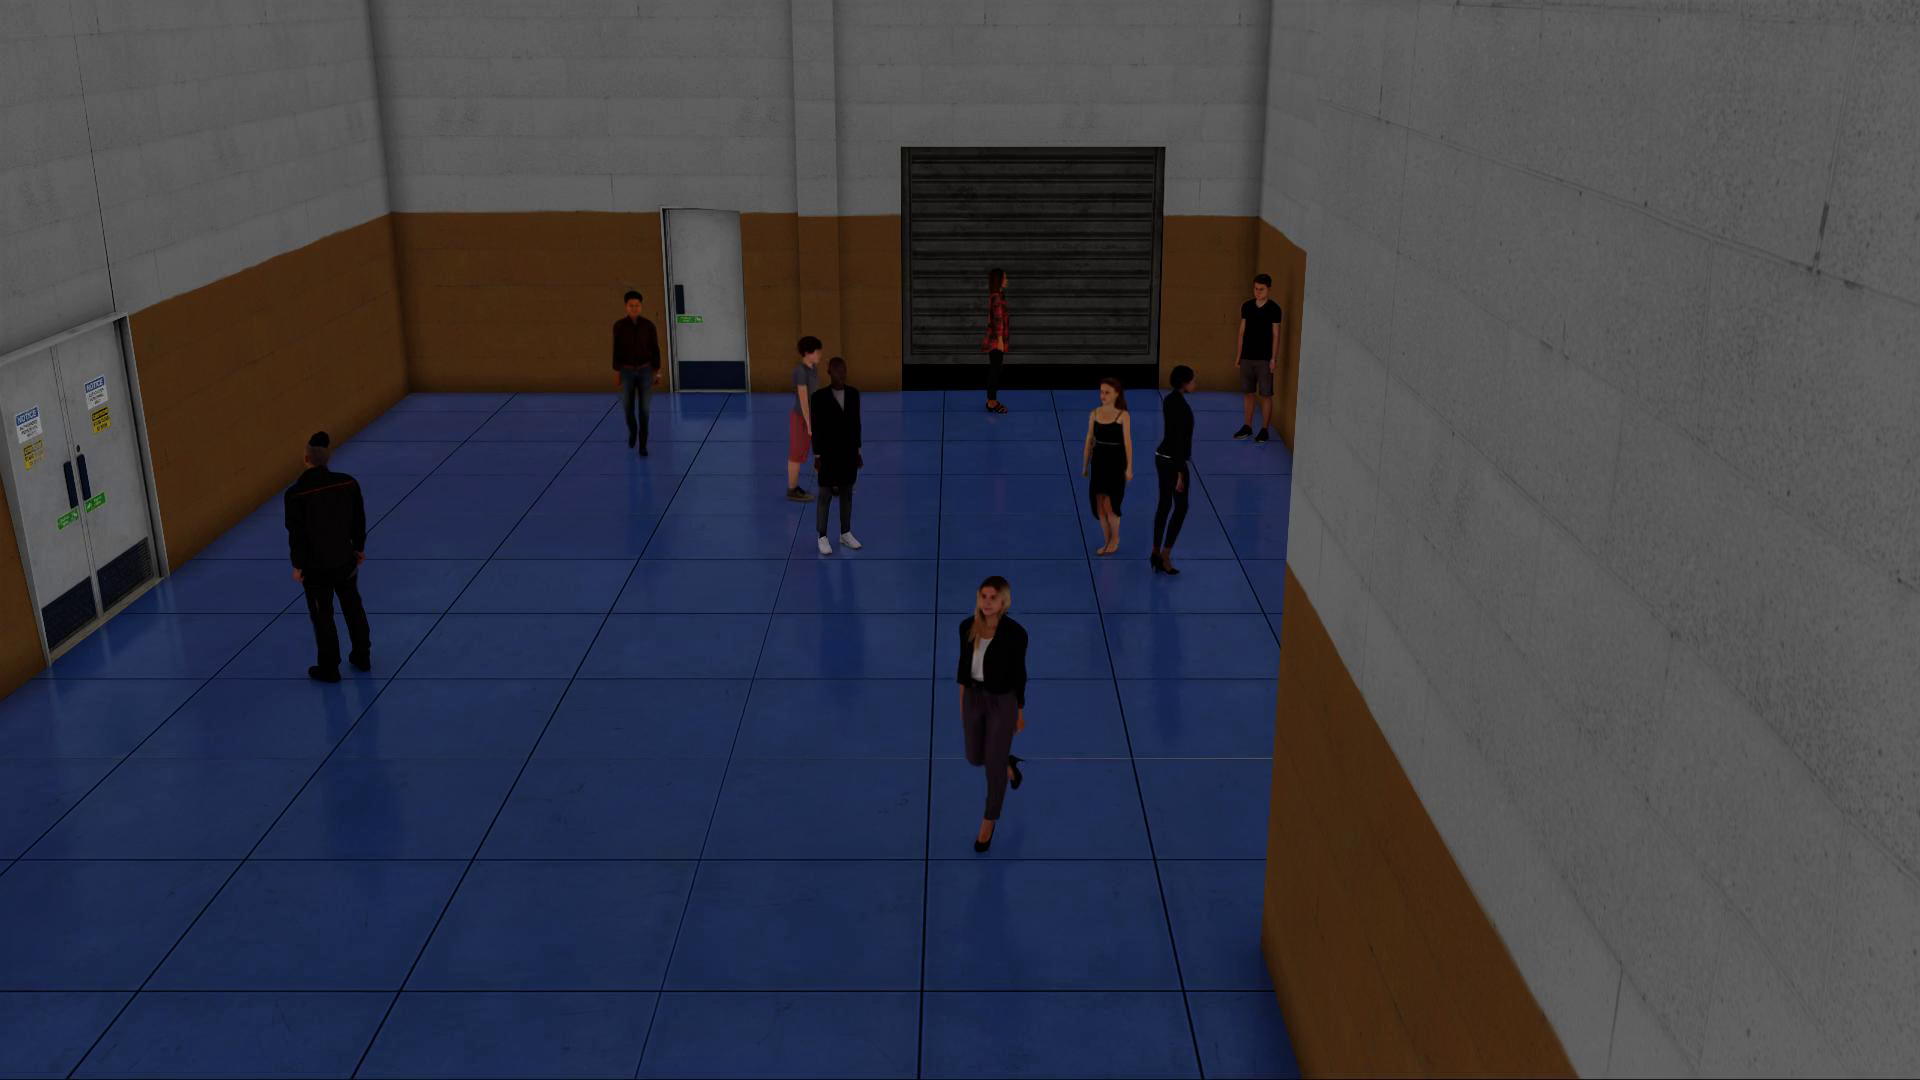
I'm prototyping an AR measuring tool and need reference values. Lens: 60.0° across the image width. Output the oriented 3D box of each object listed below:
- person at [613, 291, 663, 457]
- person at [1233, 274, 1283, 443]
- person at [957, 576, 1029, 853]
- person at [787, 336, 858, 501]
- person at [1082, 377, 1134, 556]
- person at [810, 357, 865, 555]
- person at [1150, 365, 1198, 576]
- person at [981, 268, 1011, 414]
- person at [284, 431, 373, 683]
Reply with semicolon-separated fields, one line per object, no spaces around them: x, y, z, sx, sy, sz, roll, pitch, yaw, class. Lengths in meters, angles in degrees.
-3.481;-1.801;17.849;0.736;1.775;0.822;-5;19;-14;person
3.314;-2.030;18.394;0.738;1.862;0.816;15;24;37;person
0.218;0.986;9.776;0.952;1.652;0.910;9;21;26;person
-1.571;-1.169;16.181;1.001;1.630;0.789;6;19;16;person
1.366;-0.659;14.723;0.689;1.609;0.769;12;22;33;person
-1.100;-0.772;14.817;0.671;1.763;0.787;-10;21;-28;person
1.809;-0.583;14.159;0.680;1.824;0.734;-8;20;-22;person
0.433;-2.361;19.625;0.549;1.703;0.616;-1;19;-2;person
-4.569;0.102;12.034;0.879;1.861;0.853;15;23;37;person
